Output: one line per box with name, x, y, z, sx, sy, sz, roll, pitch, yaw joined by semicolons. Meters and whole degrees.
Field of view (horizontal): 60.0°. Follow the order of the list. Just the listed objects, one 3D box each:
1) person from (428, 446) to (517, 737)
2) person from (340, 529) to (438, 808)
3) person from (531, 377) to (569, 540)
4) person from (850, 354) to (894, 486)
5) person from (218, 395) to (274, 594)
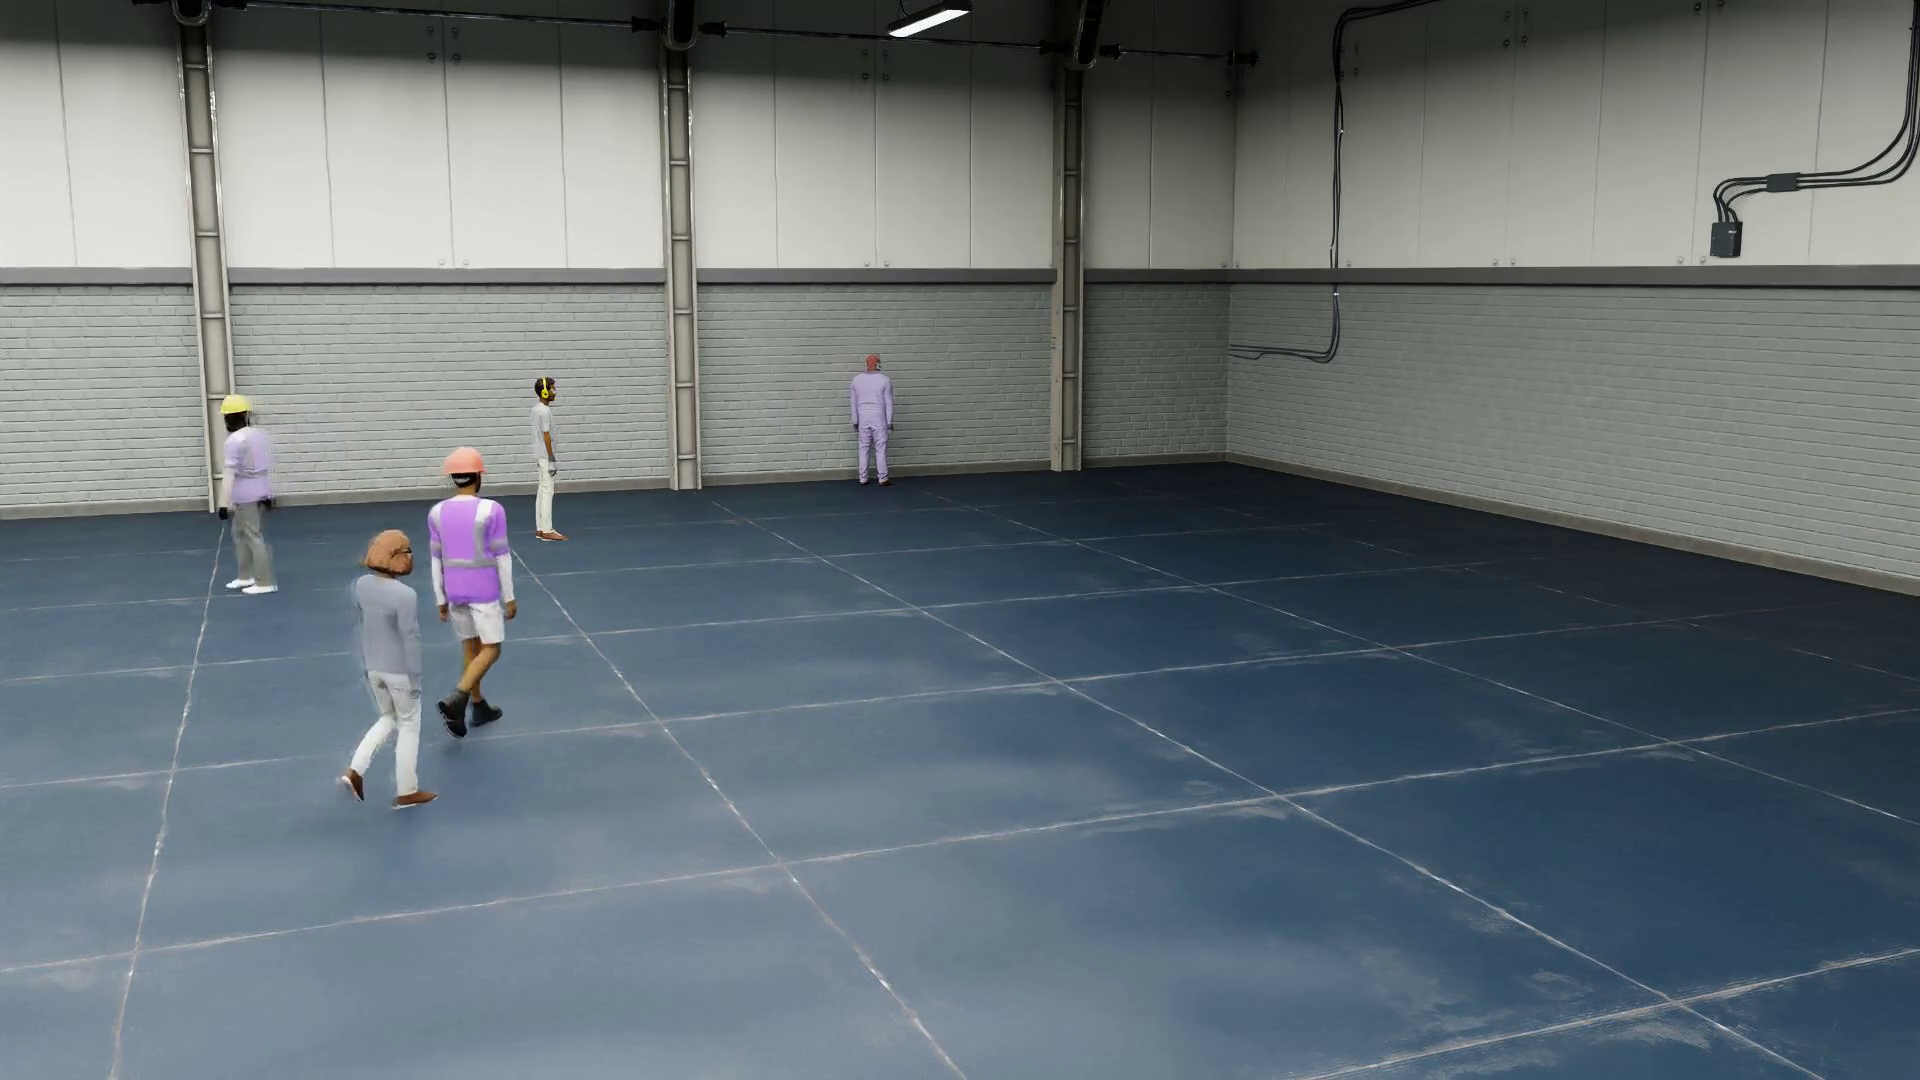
person;-3.249;0.346;10.952;0.558;1.915;0.746;3;9;17
person;-3.237;0.743;9.380;0.513;1.613;0.452;6;11;33
person;-4.732;-0.929;19.083;0.328;1.872;0.514;-5;10;-28
person;-1.244;-1.723;23.959;0.643;1.908;0.399;3;10;20
person;-6.868;-0.426;15.795;0.682;1.903;0.622;0;9;3
